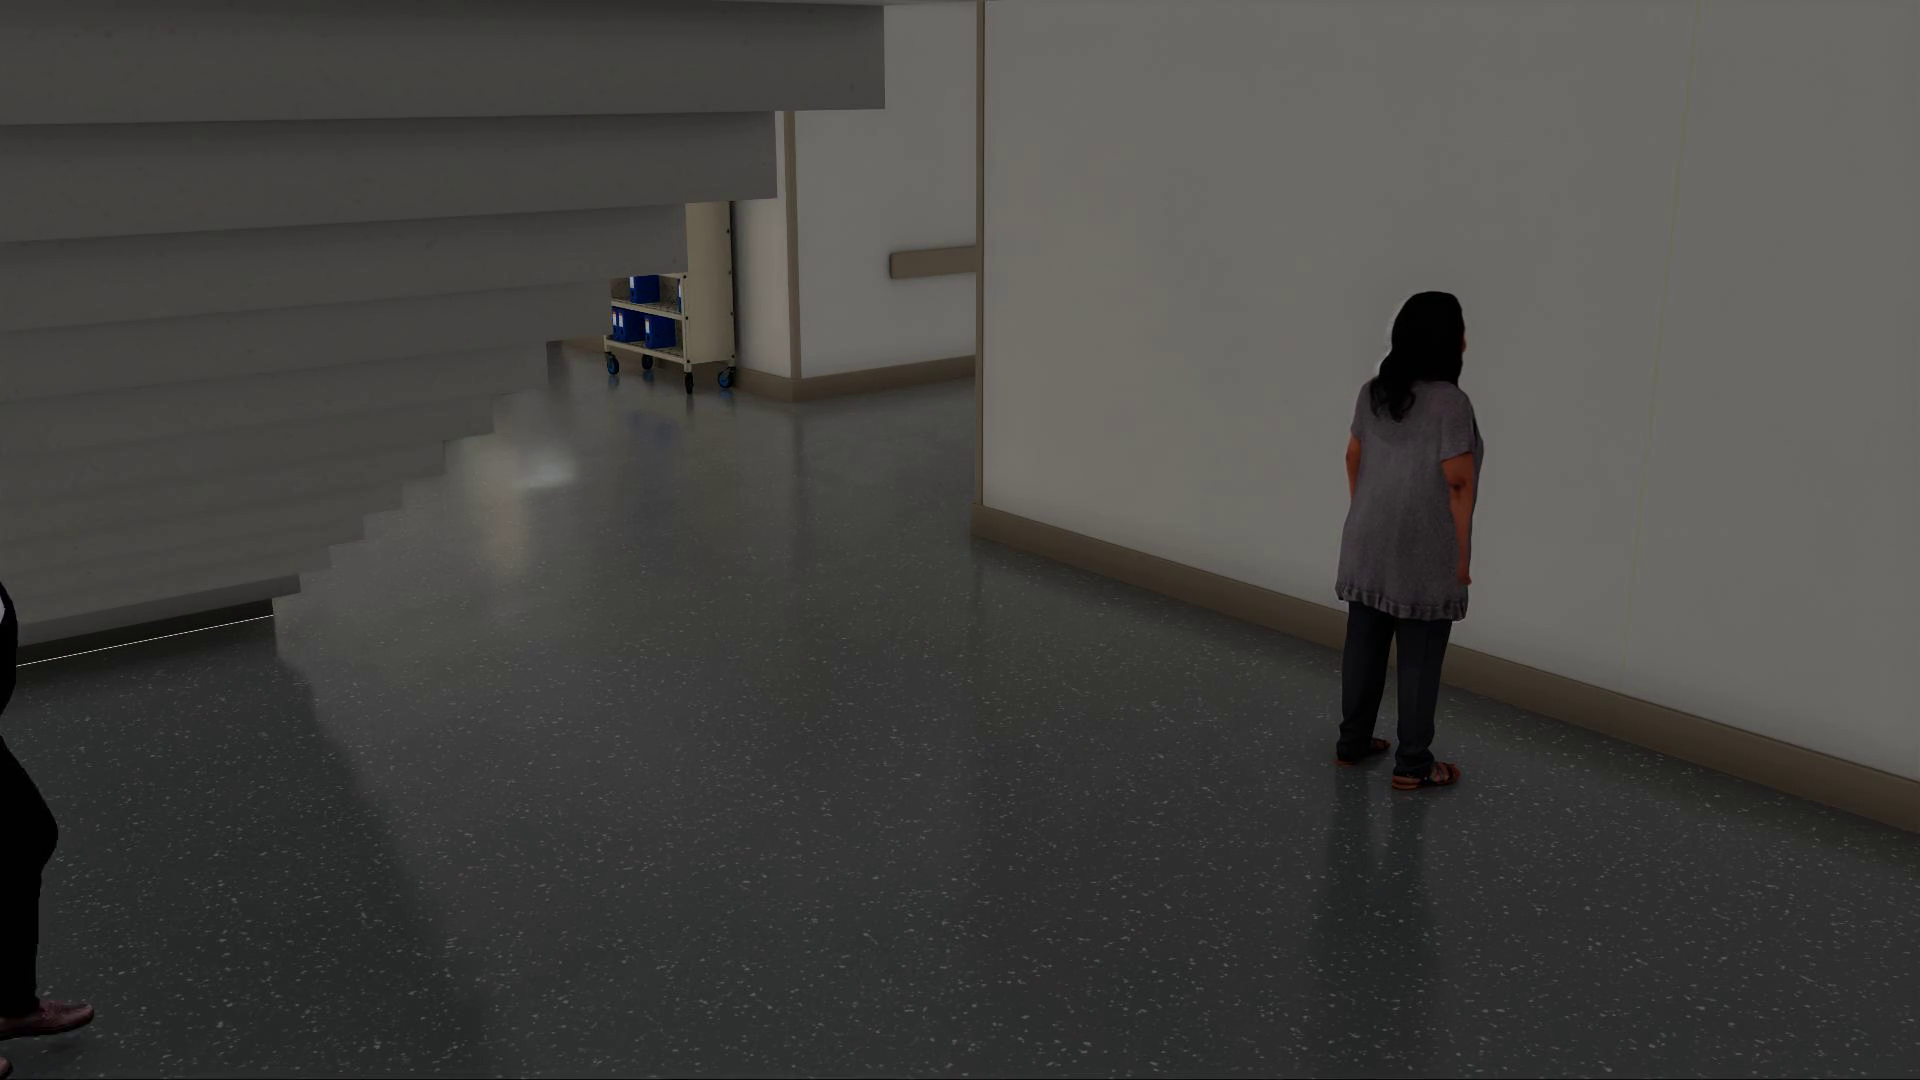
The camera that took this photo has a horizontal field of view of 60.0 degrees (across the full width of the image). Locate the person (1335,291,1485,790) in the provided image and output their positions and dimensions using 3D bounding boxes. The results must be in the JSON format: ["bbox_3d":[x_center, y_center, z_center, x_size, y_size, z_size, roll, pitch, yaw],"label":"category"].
[{"bbox_3d":[1.451,-0.005,5.424,0.705,1.608,0.608,-11,19,-33],"label":"person"}]

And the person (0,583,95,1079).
[{"bbox_3d":[-2.368,0.504,3.644,0.804,1.594,0.681,-8,17,-25],"label":"person"}]
